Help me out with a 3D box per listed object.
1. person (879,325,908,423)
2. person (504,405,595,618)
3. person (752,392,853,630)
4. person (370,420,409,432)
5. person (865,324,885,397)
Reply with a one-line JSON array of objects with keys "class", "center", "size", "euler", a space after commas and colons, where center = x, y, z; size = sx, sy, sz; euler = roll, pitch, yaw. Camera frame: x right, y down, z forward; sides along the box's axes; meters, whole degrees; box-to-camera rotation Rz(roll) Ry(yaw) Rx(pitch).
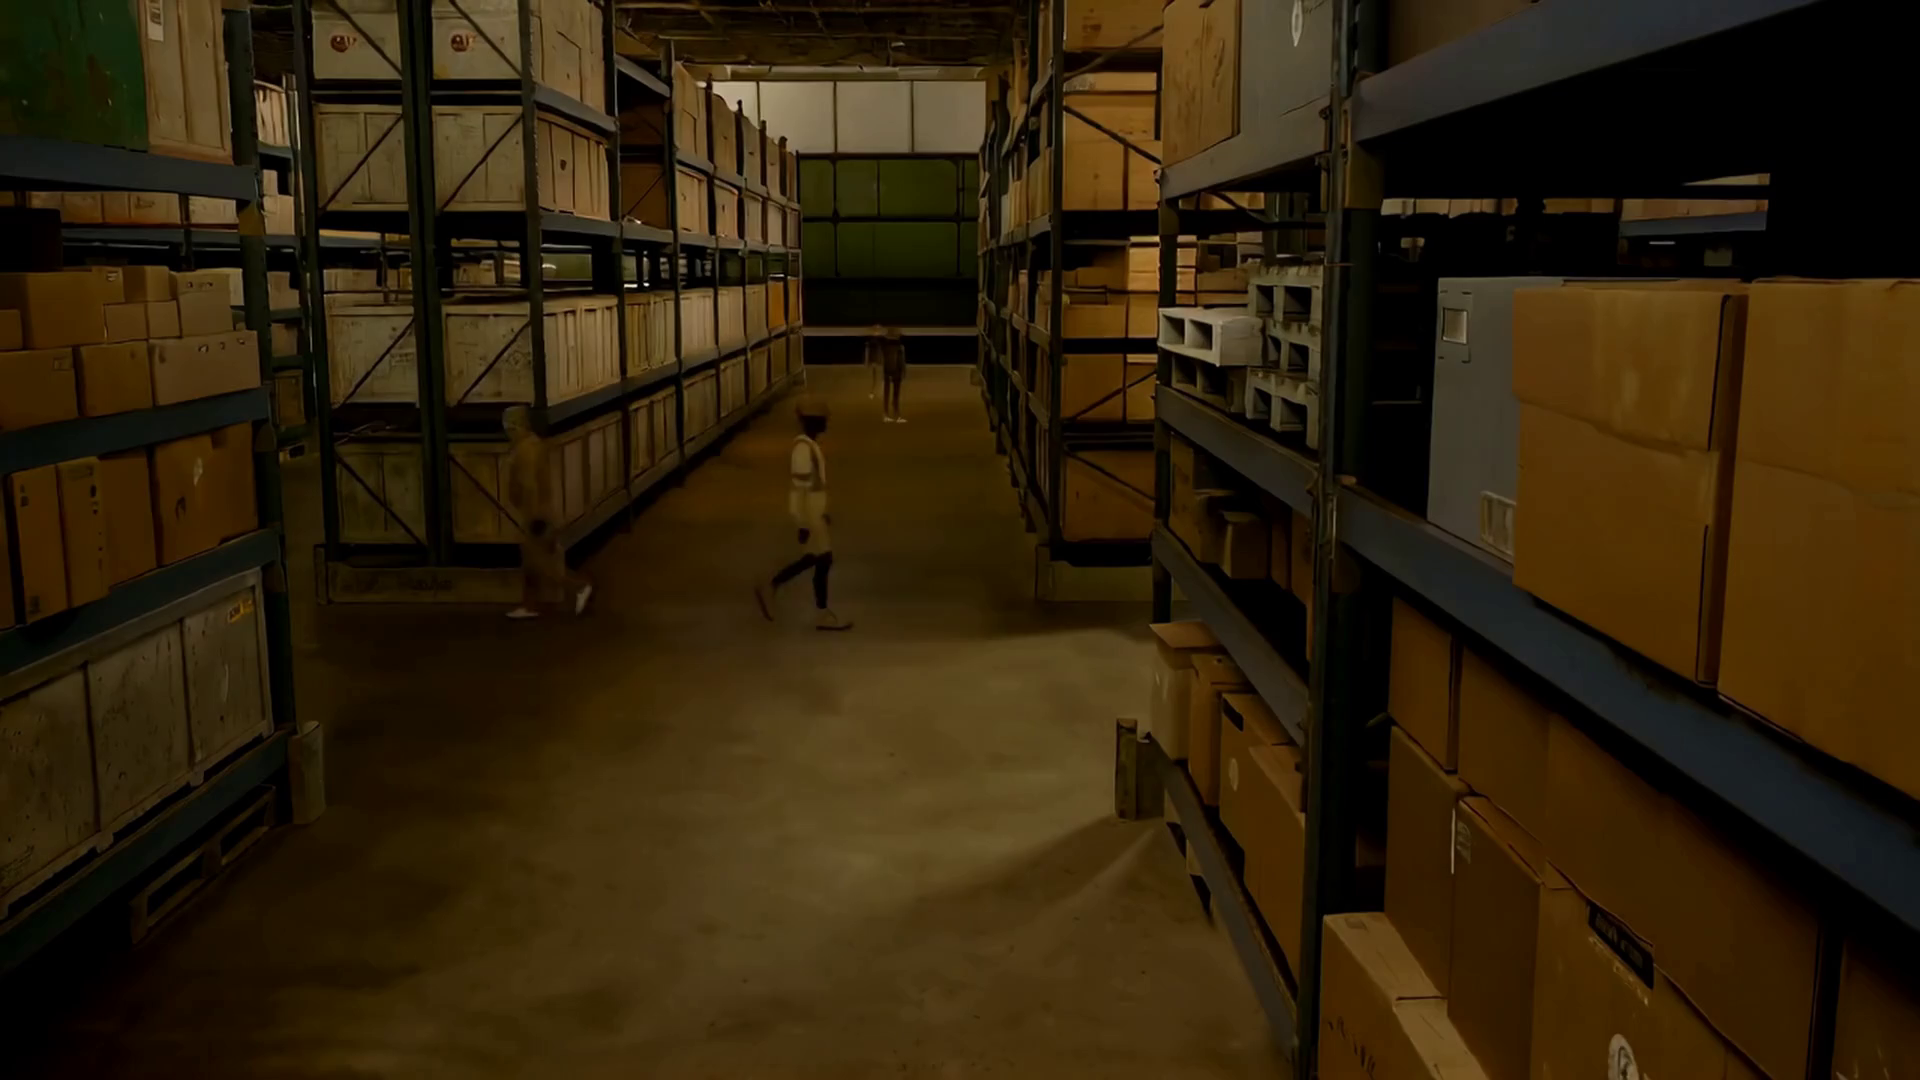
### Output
[{"class": "person", "center": [-1.313, -3.267, 32.777], "size": [0.630, 1.938, 0.373], "euler": [7, 11, 36]}, {"class": "person", "center": [-3.574, -0.233, 14.385], "size": [0.720, 1.869, 0.681], "euler": [-1, 9, -5]}, {"class": "person", "center": [-1.330, -0.235, 13.942], "size": [0.781, 2.019, 0.615], "euler": [0, 9, -2]}, {"class": "person", "center": [-7.902, -1.649, 23.073], "size": [0.439, 1.875, 0.748], "euler": [4, 10, 22]}, {"class": "person", "center": [-1.985, -4.258, 39.482], "size": [0.583, 1.731, 0.567], "euler": [3, 10, 18]}]
